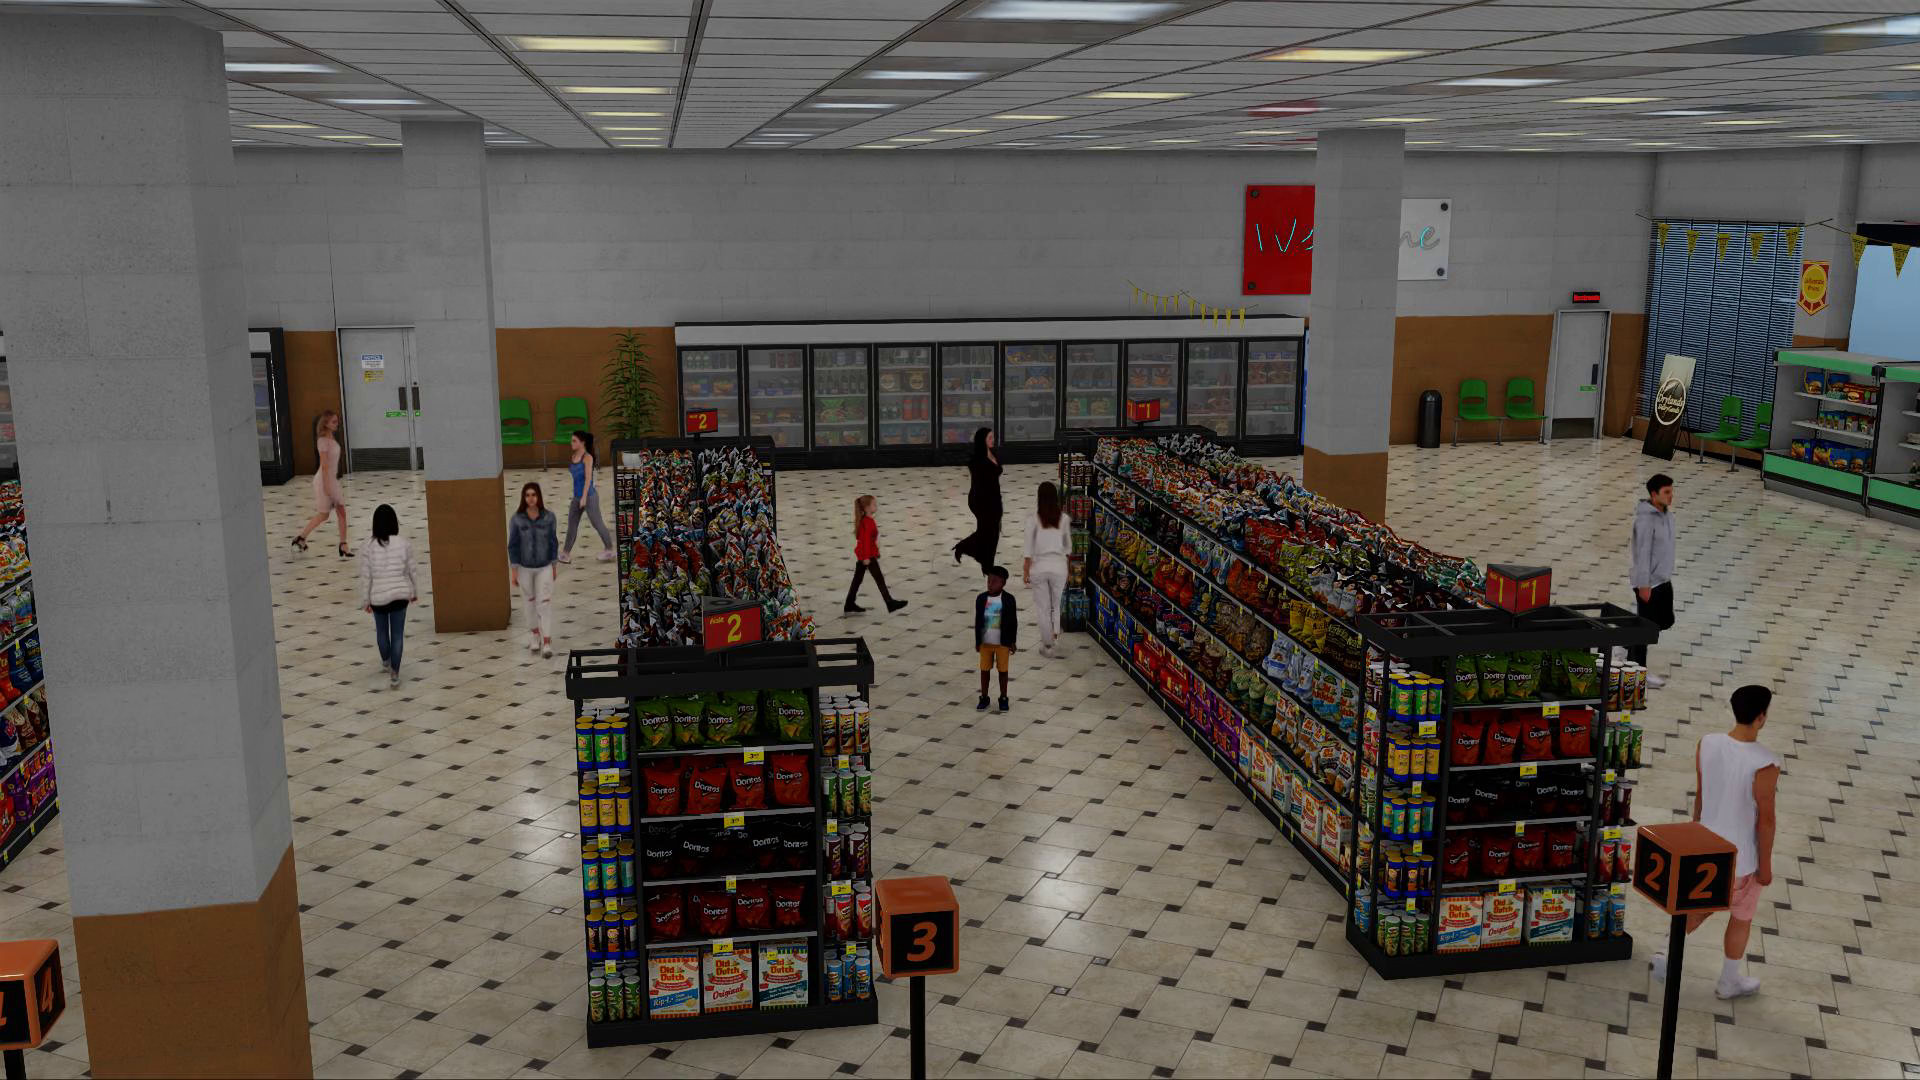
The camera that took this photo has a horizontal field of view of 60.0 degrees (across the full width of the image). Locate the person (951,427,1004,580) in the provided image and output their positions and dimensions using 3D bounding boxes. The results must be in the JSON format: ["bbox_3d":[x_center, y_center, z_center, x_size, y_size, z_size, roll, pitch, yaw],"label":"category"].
[{"bbox_3d":[0.206,-0.413,18.898,0.935,1.741,0.923,3,12,16],"label":"person"}]

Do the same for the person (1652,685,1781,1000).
[{"bbox_3d":[4.080,1.667,8.962,0.829,1.765,0.931,-5,13,-22],"label":"person"}]

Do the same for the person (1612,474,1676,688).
[{"bbox_3d":[6.096,0.346,14.875,0.894,1.914,0.966,-10,16,-40],"label":"person"}]

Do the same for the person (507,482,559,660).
[{"bbox_3d":[-4.045,0.280,15.797,0.642,1.664,1.059,-3,12,-12],"label":"person"}]

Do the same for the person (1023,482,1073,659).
[{"bbox_3d":[0.858,0.295,15.674,0.646,1.683,0.603,-3,12,-15],"label":"person"}]

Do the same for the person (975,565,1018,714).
[{"bbox_3d":[0.303,0.825,14.167,0.587,1.268,0.615,2,12,10],"label":"person"}]

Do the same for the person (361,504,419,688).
[{"bbox_3d":[-5.072,0.522,14.796,0.748,1.602,1.038,-4,13,-20],"label":"person"}]

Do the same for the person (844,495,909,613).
[{"bbox_3d":[-1.024,0.175,17.297,0.571,1.250,0.812,-2,12,-8],"label":"person"}]

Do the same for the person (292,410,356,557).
[{"bbox_3d":[-7.651,-0.645,19.889,0.844,1.788,0.997,1,12,2],"label":"person"}]

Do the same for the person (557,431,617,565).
[{"bbox_3d":[-4.361,-0.487,19.661,1.011,1.571,1.069,-11,16,-42],"label":"person"}]
